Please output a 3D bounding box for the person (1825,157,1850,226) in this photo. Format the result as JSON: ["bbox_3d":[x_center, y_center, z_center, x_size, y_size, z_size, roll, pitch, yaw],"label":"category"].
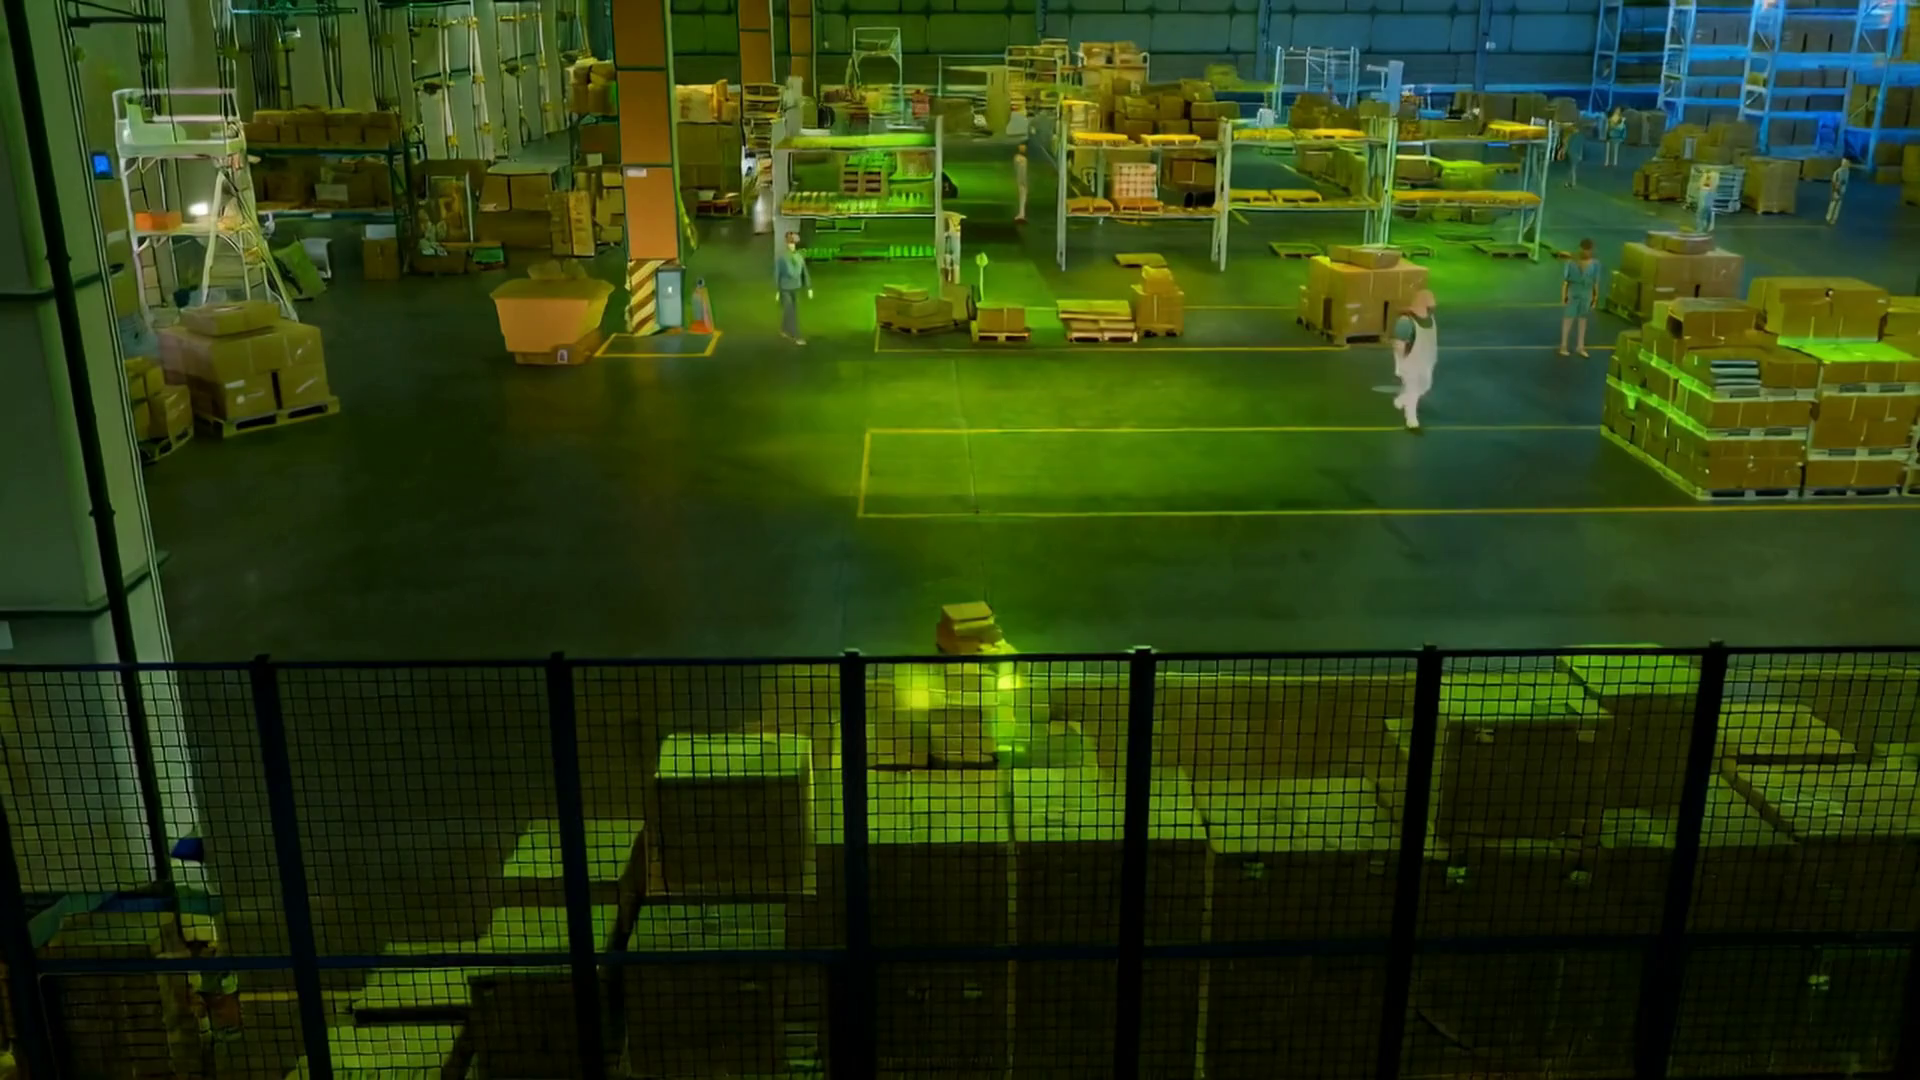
[{"bbox_3d":[21.921,-8.690,41.472,0.538,1.695,0.320,-8,20,-22],"label":"person"}]

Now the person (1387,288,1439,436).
[{"bbox_3d":[6.099,-2.457,22.453,0.701,2.000,0.747,-14,23,-35],"label":"person"}]

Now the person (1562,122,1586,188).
[{"bbox_3d":[18.078,-11.345,49.052,0.635,1.905,0.989,8,20,22],"label":"person"}]

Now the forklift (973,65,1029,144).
[{"bbox_3d":[1.583,-16.372,62.441,1.873,2.768,1.129,-10,21,-26],"label":"forklift"}]

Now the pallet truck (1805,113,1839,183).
[{"bbox_3d":[26.403,-11.957,50.702,0.823,1.965,1.885,6,19,16],"label":"pallet truck"}]

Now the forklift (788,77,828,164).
[{"bbox_3d":[-5.414,-13.916,55.155,1.873,2.768,1.129,-6,19,-16],"label":"forklift"}]

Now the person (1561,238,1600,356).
[{"bbox_3d":[10.094,-3.955,27.080,0.540,1.929,0.390,2,19,5],"label":"person"}]

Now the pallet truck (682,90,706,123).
[{"bbox_3d":[-9.671,-15.907,62.421,0.823,1.965,1.885,5,19,15],"label":"pallet truck"}]

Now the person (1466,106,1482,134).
[{"bbox_3d":[17.388,-13.778,56.366,0.636,1.825,0.549,-7,20,-20],"label":"person"}]

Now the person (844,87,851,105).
[{"bbox_3d":[-4.611,-17.685,68.158,0.318,1.698,0.534,-7,20,-19],"label":"person"}]

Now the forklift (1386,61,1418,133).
[{"bbox_3d":[17.177,-17.556,65.953,1.873,2.768,1.129,-1,19,-2],"label":"forklift"}]

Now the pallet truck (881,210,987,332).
[{"bbox_3d":[-0.493,-4.759,29.349,1.885,1.965,0.823,-13,23,-34],"label":"pallet truck"}]

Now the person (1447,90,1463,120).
[{"bbox_3d":[18.917,-16.248,63.610,0.561,1.884,0.980,8,20,23],"label":"person"}]

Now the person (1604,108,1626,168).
[{"bbox_3d":[21.341,-13.107,54.257,0.591,1.911,0.389,7,20,19],"label":"person"}]

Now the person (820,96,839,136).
[{"bbox_3d":[-4.671,-15.105,60.224,0.951,1.865,0.728,15,24,37],"label":"person"}]

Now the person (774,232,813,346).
[{"bbox_3d":[-2.837,-4.261,28.073,0.599,1.881,0.985,-16,24,-39],"label":"person"}]

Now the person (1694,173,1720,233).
[{"bbox_3d":[16.090,-6.938,35.886,0.388,1.957,0.606,-2,19,-6],"label":"person"}]

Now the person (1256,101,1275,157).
[{"bbox_3d":[10.578,-14.233,57.663,0.666,1.881,0.971,2,19,7],"label":"person"}]

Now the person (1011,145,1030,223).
[{"bbox_3d":[1.502,-9.005,42.103,0.352,1.929,0.671,-9,21,-26],"label":"person"}]

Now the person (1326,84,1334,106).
[{"bbox_3d":[14.517,-17.062,65.889,0.814,1.960,0.644,8,20,22],"label":"person"}]
